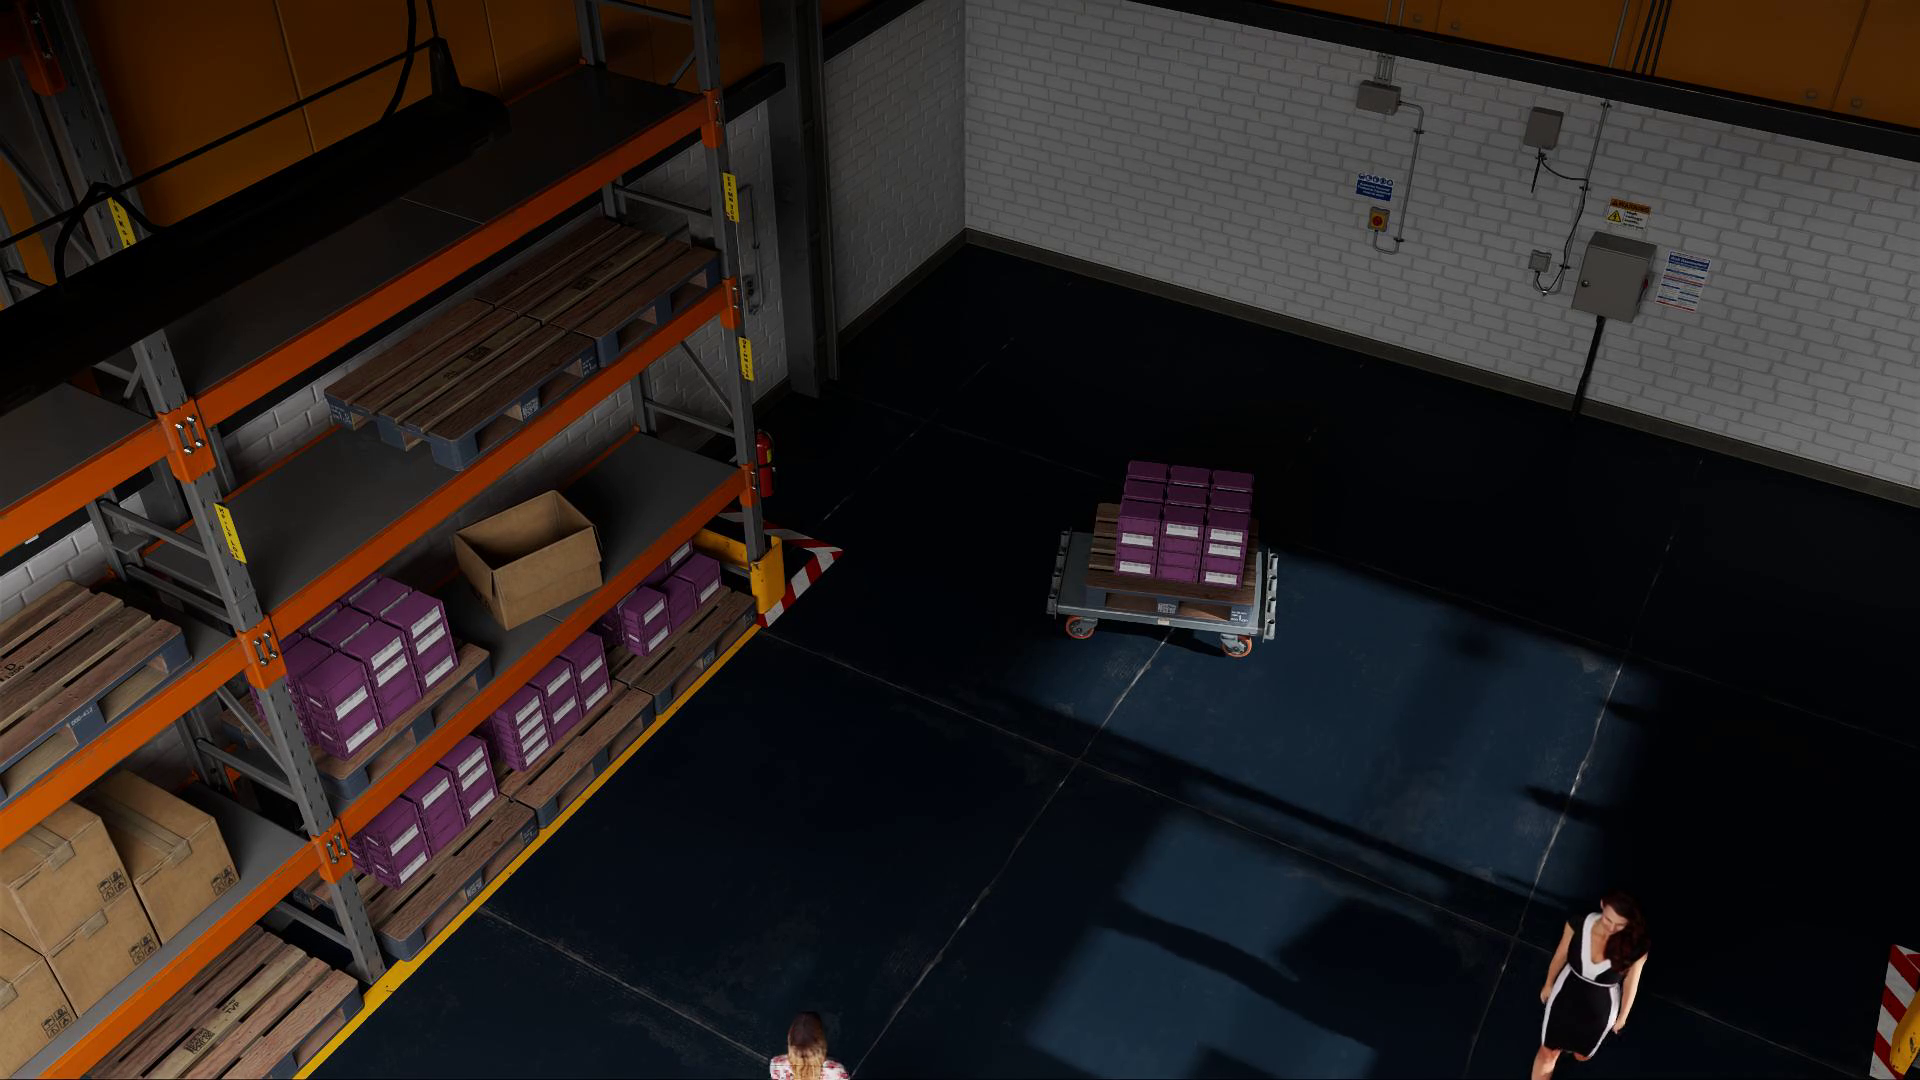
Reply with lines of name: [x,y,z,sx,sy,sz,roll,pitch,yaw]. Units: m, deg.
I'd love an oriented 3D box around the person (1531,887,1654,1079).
person: [3.321,2.420,8.802,0.624,1.783,0.936,22,44,26]

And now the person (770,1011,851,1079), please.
person: [-0.720,2.965,8.252,0.724,1.616,0.818,3,39,4]
